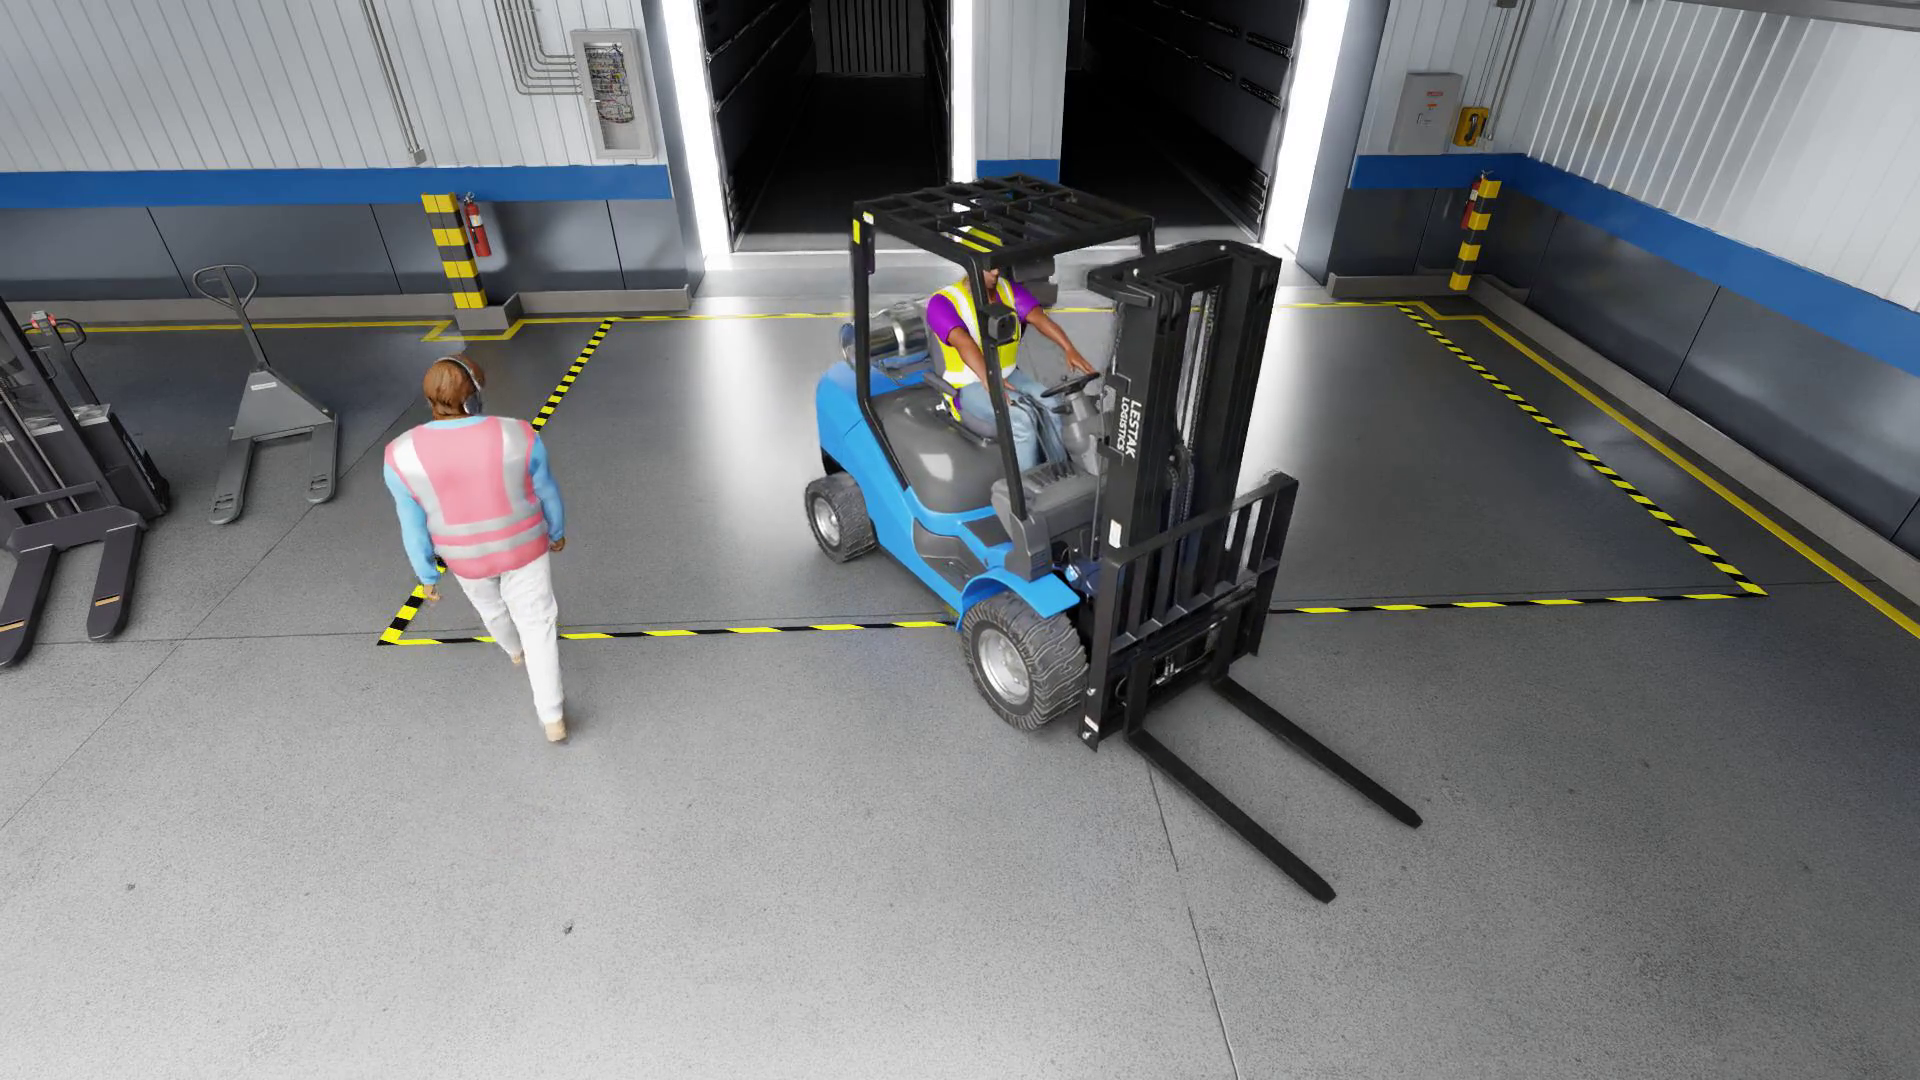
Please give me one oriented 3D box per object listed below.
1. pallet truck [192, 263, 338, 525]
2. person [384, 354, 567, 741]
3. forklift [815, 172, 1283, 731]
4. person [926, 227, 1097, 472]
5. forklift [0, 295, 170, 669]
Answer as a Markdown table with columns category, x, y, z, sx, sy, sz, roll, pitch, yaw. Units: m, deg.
| category | x | y | z | sx | sy | sz | roll | pitch | yaw |
| --- | --- | --- | --- | --- | --- | --- | --- | --- | --- |
| pallet truck | -4.778 | -1.027 | 6.128 | 0.680 | 1.201 | 1.601 | -17 | 38 | -23 |
| person | -2.102 | 0.009 | 4.157 | 0.644 | 1.783 | 0.950 | -13 | 37 | -18 |
| forklift | 0.253 | -0.670 | 4.642 | 1.157 | 2.036 | 2.680 | -22 | 41 | -29 |
| person | 0.282 | -0.794 | 4.492 | 0.635 | 1.293 | 1.004 | -22 | 41 | -29 |
| forklift | -5.212 | -0.618 | 4.878 | 0.823 | 1.965 | 1.885 | -20 | 39 | -26 |
